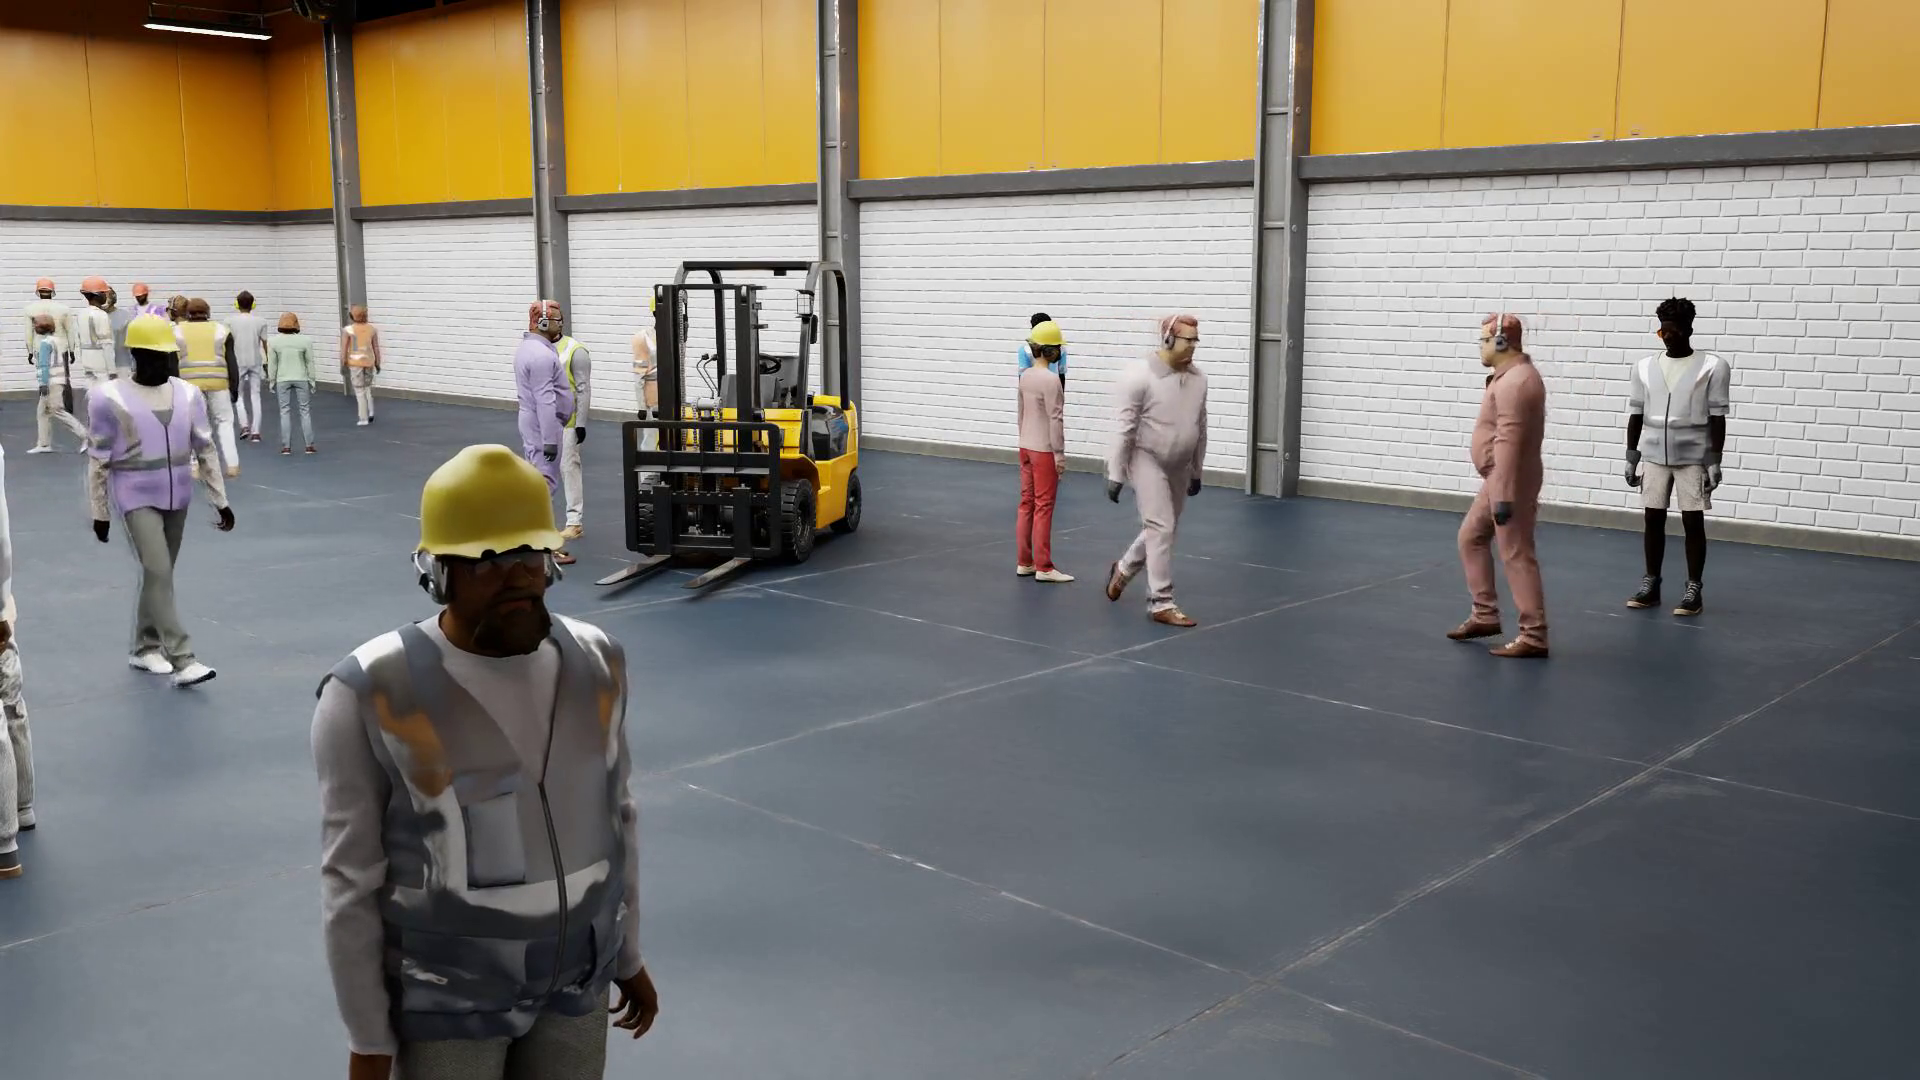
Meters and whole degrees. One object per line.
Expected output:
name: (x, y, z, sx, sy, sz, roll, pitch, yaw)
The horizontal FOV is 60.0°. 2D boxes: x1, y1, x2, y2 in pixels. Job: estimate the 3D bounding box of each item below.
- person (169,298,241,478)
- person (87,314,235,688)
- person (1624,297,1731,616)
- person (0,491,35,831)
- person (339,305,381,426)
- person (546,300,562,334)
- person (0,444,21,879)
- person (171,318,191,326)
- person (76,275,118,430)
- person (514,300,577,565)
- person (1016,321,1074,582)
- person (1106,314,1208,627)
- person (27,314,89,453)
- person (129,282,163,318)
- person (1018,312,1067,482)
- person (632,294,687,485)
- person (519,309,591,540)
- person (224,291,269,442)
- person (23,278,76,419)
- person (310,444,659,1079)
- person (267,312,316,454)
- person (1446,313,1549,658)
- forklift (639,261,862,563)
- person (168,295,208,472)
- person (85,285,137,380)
person: (-7.683, -1.540, 16.926, 0.647, 1.833, 0.430, -4, 10, -22)
person: (-4.031, -0.197, 8.499, 0.941, 1.883, 0.593, 5, 11, 28)
person: (4.398, -0.515, 10.258, 0.610, 1.952, 0.392, 9, 13, 43)
person: (-3.618, 0.324, 6.045, 0.315, 1.641, 0.515, 0, 9, 2)
person: (-8.117, -2.352, 22.475, 0.396, 1.621, 0.543, 8, 12, 40)
person: (-4.696, -1.858, 19.046, 0.310, 1.769, 0.522, 4, 10, 21)
person: (-3.464, 0.278, 5.594, 0.355, 1.882, 0.575, 4, 10, 24)
person: (-11.078, -2.575, 23.851, 0.498, 1.632, 0.285, -3, 10, -16)
person: (-9.640, -1.939, 18.679, 0.615, 2.047, 0.360, 7, 12, 38)
person: (-2.973, -0.770, 11.977, 0.401, 1.903, 0.644, -4, 10, -23)
person: (0.569, -0.598, 11.317, 0.320, 1.769, 0.523, -4, 10, -24)
person: (1.164, -0.443, 10.094, 0.681, 1.867, 0.818, -7, 12, -38)
person: (-10.363, -1.787, 19.086, 0.724, 1.613, 0.561, -4, 10, -22)
person: (-12.882, -3.115, 26.313, 0.556, 1.902, 0.711, 0, 9, 3)
person: (0.817, -1.410, 16.534, 0.534, 1.694, 0.320, -3, 10, -20)
person: (-2.621, -1.233, 14.718, 0.386, 1.927, 0.589, 7, 12, 37)
person: (-3.202, -0.918, 13.056, 0.634, 1.841, 0.429, 4, 10, 23)
person: (-8.787, -2.141, 20.505, 0.571, 1.849, 0.553, -5, 10, -28)
person: (-12.606, -2.627, 23.063, 0.612, 1.995, 0.382, -6, 11, -31)
person: (-0.778, 0.748, 2.857, 0.588, 1.835, 0.403, -9, 13, -44)
person: (-7.660, -1.798, 19.078, 0.507, 1.632, 0.267, -4, 10, -21)
person: (2.972, -0.299, 9.181, 0.716, 1.872, 0.693, 3, 10, 20)
forklift: (-1.552, -1.040, 12.721, 1.214, 2.155, 2.313, 2, 9, 11)
person: (-8.084, -1.626, 17.376, 0.350, 1.847, 0.506, 2, 9, 9)
person: (-9.921, -2.011, 19.457, 0.635, 1.936, 0.354, -2, 9, -11)
